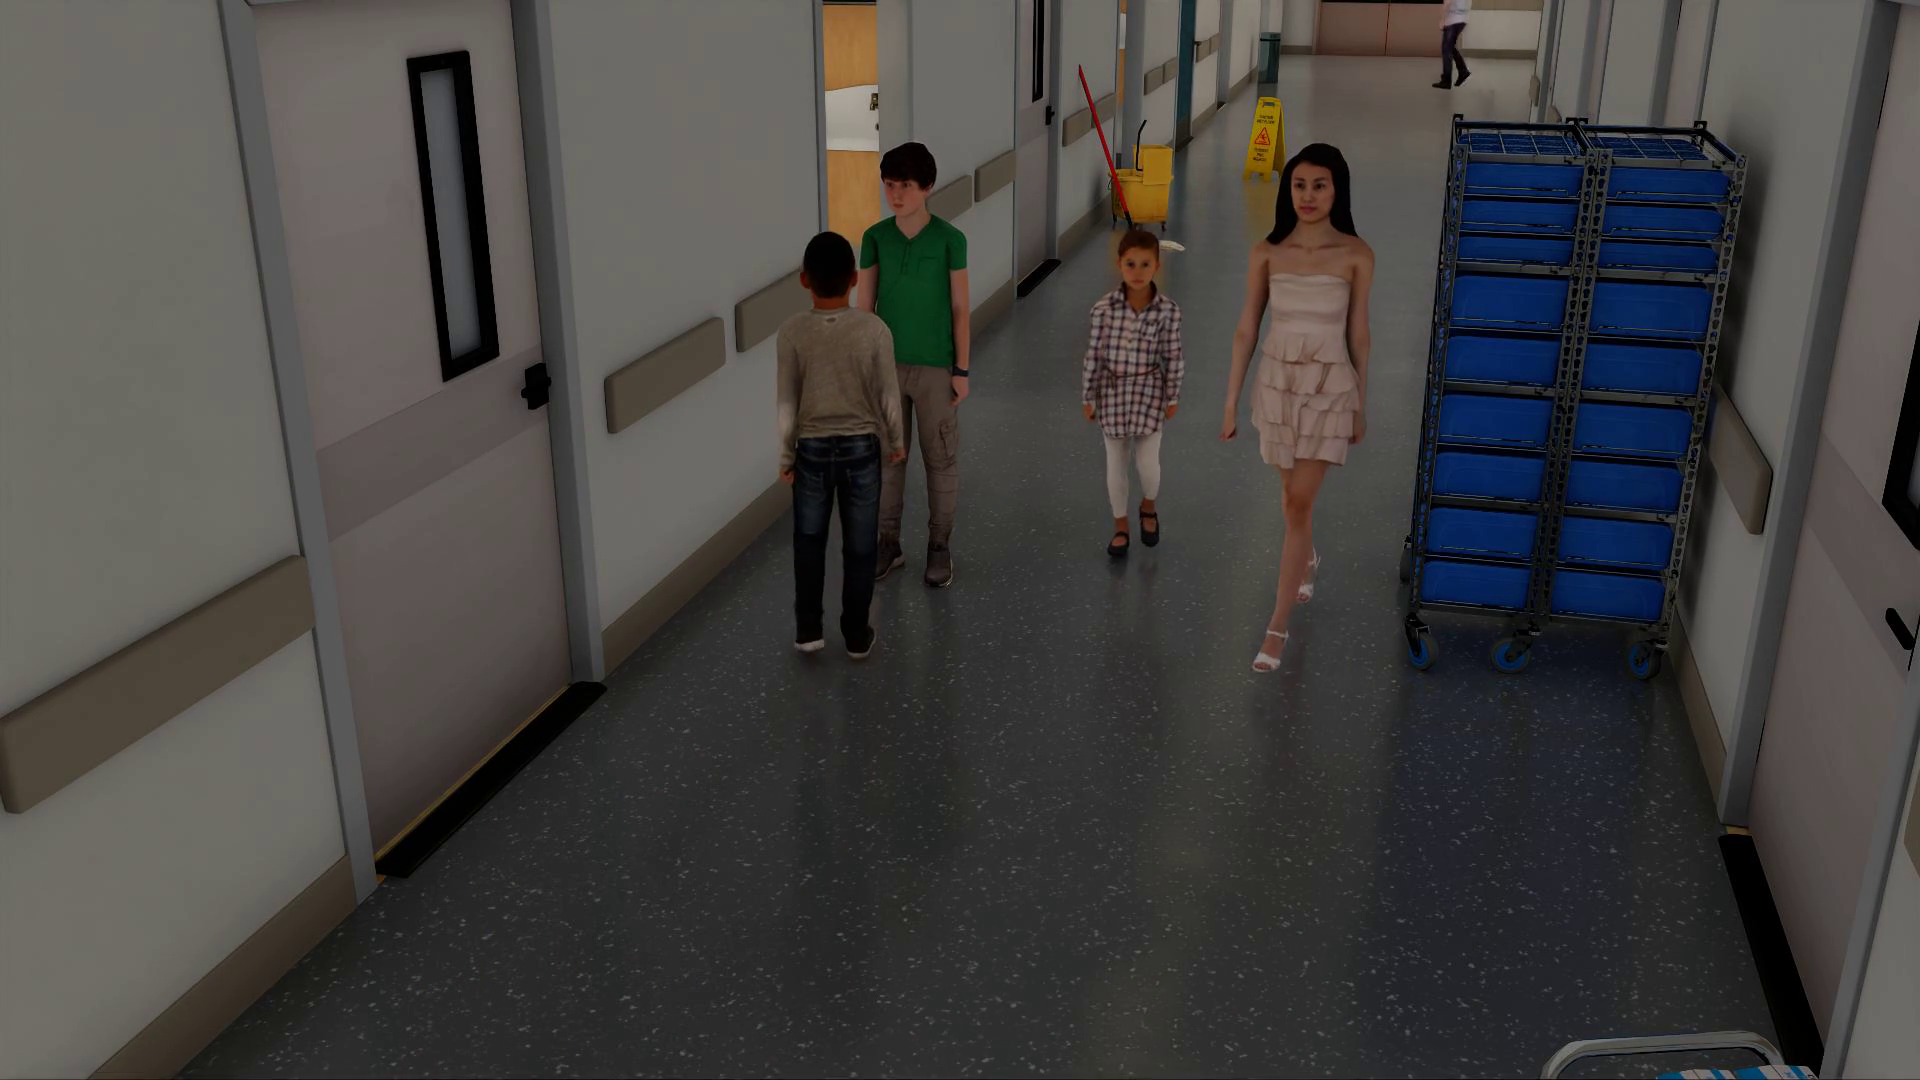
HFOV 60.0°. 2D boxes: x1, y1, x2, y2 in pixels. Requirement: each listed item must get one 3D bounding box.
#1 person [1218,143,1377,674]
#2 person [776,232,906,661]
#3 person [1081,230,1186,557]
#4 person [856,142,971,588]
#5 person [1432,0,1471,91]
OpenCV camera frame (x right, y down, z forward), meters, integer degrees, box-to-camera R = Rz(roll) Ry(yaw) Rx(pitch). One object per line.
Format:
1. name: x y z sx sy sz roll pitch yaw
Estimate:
1. person: 1.170 -0.450 5.620 0.708 1.688 1.096 9 22 22
2. person: -0.398 -0.259 5.443 0.623 1.457 0.633 0 21 0
3. person: 0.679 -0.587 6.530 0.527 1.300 0.526 5 21 13
4. person: -0.169 -0.647 6.193 0.585 1.651 0.524 4 21 11
5. person: 7.090 -7.341 23.620 0.870 1.825 0.923 -18 27 -39
